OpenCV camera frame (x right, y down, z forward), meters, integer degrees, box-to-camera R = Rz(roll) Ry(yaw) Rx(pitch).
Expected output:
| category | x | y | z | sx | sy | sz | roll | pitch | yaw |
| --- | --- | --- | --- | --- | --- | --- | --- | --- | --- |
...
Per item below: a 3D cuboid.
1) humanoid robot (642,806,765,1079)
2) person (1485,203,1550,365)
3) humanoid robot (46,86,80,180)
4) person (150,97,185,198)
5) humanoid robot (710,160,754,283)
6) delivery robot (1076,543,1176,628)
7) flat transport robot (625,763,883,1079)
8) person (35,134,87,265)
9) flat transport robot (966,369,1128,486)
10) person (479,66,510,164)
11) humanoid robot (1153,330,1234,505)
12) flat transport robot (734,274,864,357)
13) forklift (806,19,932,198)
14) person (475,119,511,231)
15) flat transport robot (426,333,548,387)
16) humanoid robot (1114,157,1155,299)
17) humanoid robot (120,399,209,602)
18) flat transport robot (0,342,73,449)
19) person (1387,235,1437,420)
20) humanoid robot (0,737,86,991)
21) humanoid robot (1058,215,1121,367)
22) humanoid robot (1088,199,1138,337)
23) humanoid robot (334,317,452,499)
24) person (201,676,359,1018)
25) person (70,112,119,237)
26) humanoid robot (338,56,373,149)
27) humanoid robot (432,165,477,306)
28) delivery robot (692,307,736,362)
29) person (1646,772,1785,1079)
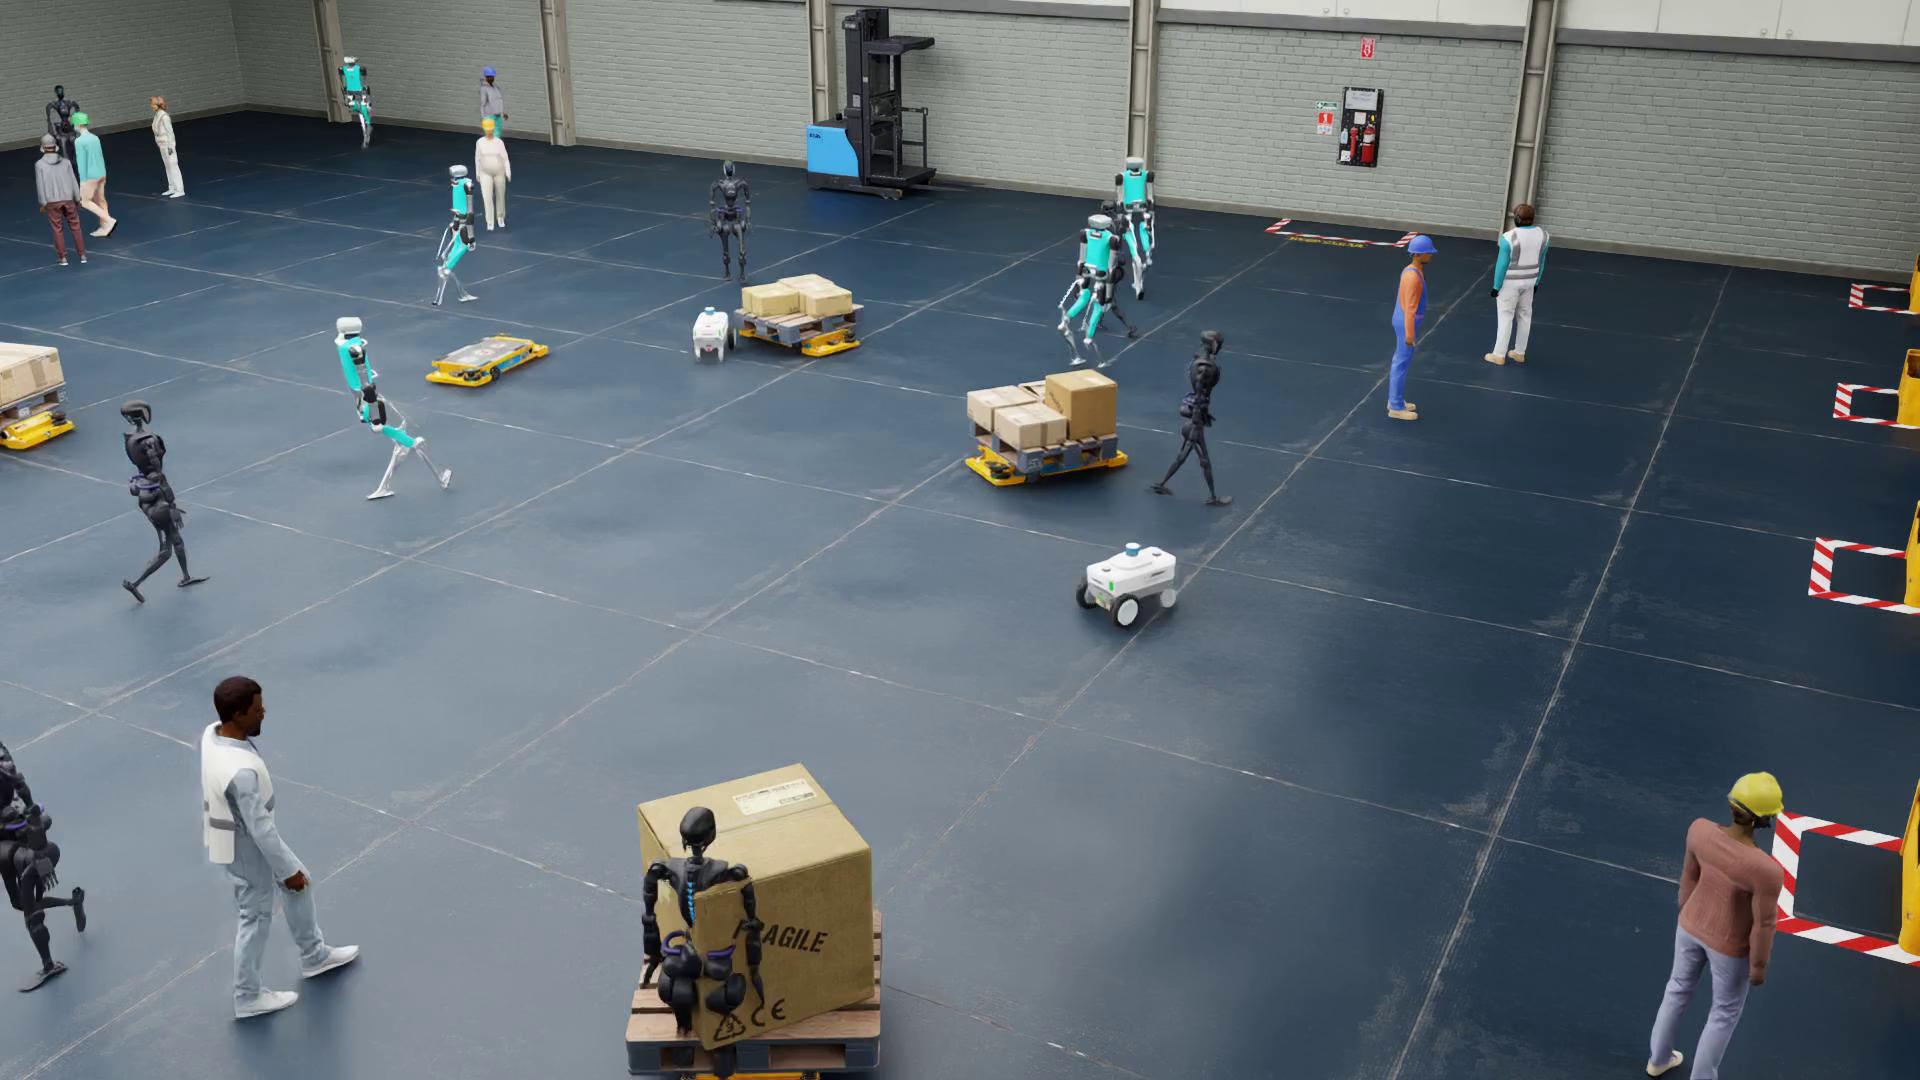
| category | x | y | z | sx | sy | sz | roll | pitch | yaw |
| --- | --- | --- | --- | --- | --- | --- | --- | --- | --- |
| humanoid robot | -1.212 | 1.997 | 7.747 | 0.599 | 1.640 | 0.368 | 2 | 23 | 5 |
| person | 6.334 | -2.918 | 18.965 | 0.622 | 1.844 | 0.429 | -8 | 24 | -17 |
| humanoid robot | -15.435 | -7.024 | 28.778 | 0.608 | 1.630 | 0.748 | -17 | 29 | -35 |
| person | -13.183 | -6.531 | 27.627 | 0.304 | 1.639 | 0.522 | -20 | 31 | -39 |
| humanoid robot | -3.068 | -4.273 | 22.335 | 0.597 | 1.640 | 0.593 | -7 | 24 | -15 |
| delivery robot | 1.323 | 0.330 | 13.053 | 0.805 | 0.612 | 0.499 | -16 | 28 | -32 |
| flat transport robot | -1.000 | 2.443 | 8.475 | 0.659 | 0.231 | 1.431 | -1 | 23 | -1 |
| person | -12.634 | -4.780 | 23.343 | 0.546 | 1.807 | 0.379 | -18 | 29 | -36 |
| flat transport robot | 0.816 | -0.821 | 16.075 | 1.431 | 0.231 | 0.659 | -11 | 26 | -24 |
| person | -8.581 | -7.764 | 30.350 | 0.745 | 1.749 | 0.535 | 11 | 25 | 24 |
| humanoid robot | 2.148 | -1.122 | 15.058 | 0.775 | 1.628 | 0.611 | 7 | 24 | 16 |
| flat transport robot | -1.929 | -2.474 | 19.922 | 1.431 | 0.231 | 0.659 | 20 | 30 | 39 |
| forklift | -1.573 | -7.292 | 27.850 | 1.873 | 2.768 | 1.129 | 12 | 26 | 25 |
| person | -7.081 | -5.526 | 25.246 | 0.512 | 1.656 | 0.818 | -6 | 24 | -13 |
| flat transport robot | -5.376 | -2.053 | 18.942 | 0.659 | 0.231 | 1.431 | 8 | 25 | 19 |
| humanoid robot | 2.359 | -4.034 | 21.766 | 0.558 | 1.833 | 0.887 | -4 | 24 | -9 |
| humanoid robot | -6.441 | -0.330 | 13.181 | 0.692 | 1.636 | 0.601 | -20 | 30 | -39 |
| flat transport robot | -9.853 | -1.170 | 16.885 | 1.431 | 0.231 | 0.659 | 7 | 24 | 15 |
| person | 4.663 | -2.214 | 17.240 | 0.372 | 1.910 | 0.516 | 6 | 24 | 13 |
| humanoid robot | -4.913 | 1.546 | 8.798 | 0.601 | 1.638 | 0.592 | 10 | 25 | 22 |
| humanoid robot | 1.417 | -2.723 | 18.665 | 0.545 | 1.770 | 0.911 | 20 | 30 | 38 |
| humanoid robot | 1.873 | -3.277 | 20.084 | 0.729 | 1.651 | 0.611 | 15 | 27 | 31 |
| humanoid robot | -5.112 | -1.204 | 15.149 | 0.936 | 1.793 | 0.557 | -16 | 28 | -32 |
| person | -3.494 | 1.539 | 8.523 | 0.792 | 1.889 | 0.626 | -13 | 27 | -28 |
| person | -12.901 | -5.414 | 24.746 | 0.463 | 1.861 | 0.554 | 4 | 24 | 10 |
| humanoid robot | -11.499 | -8.421 | 31.961 | 0.530 | 1.776 | 1.000 | 0 | 23 | -1 |
| humanoid robot | -6.569 | -3.818 | 21.314 | 0.821 | 1.876 | 0.548 | -18 | 29 | -36 |
| delivery robot | -2.906 | -2.416 | 19.449 | 0.499 | 0.614 | 0.812 | -1 | 23 | -1 |
| person | 3.621 | 1.879 | 7.907 | 0.339 | 1.757 | 0.525 | -12 | 26 | -26 |
